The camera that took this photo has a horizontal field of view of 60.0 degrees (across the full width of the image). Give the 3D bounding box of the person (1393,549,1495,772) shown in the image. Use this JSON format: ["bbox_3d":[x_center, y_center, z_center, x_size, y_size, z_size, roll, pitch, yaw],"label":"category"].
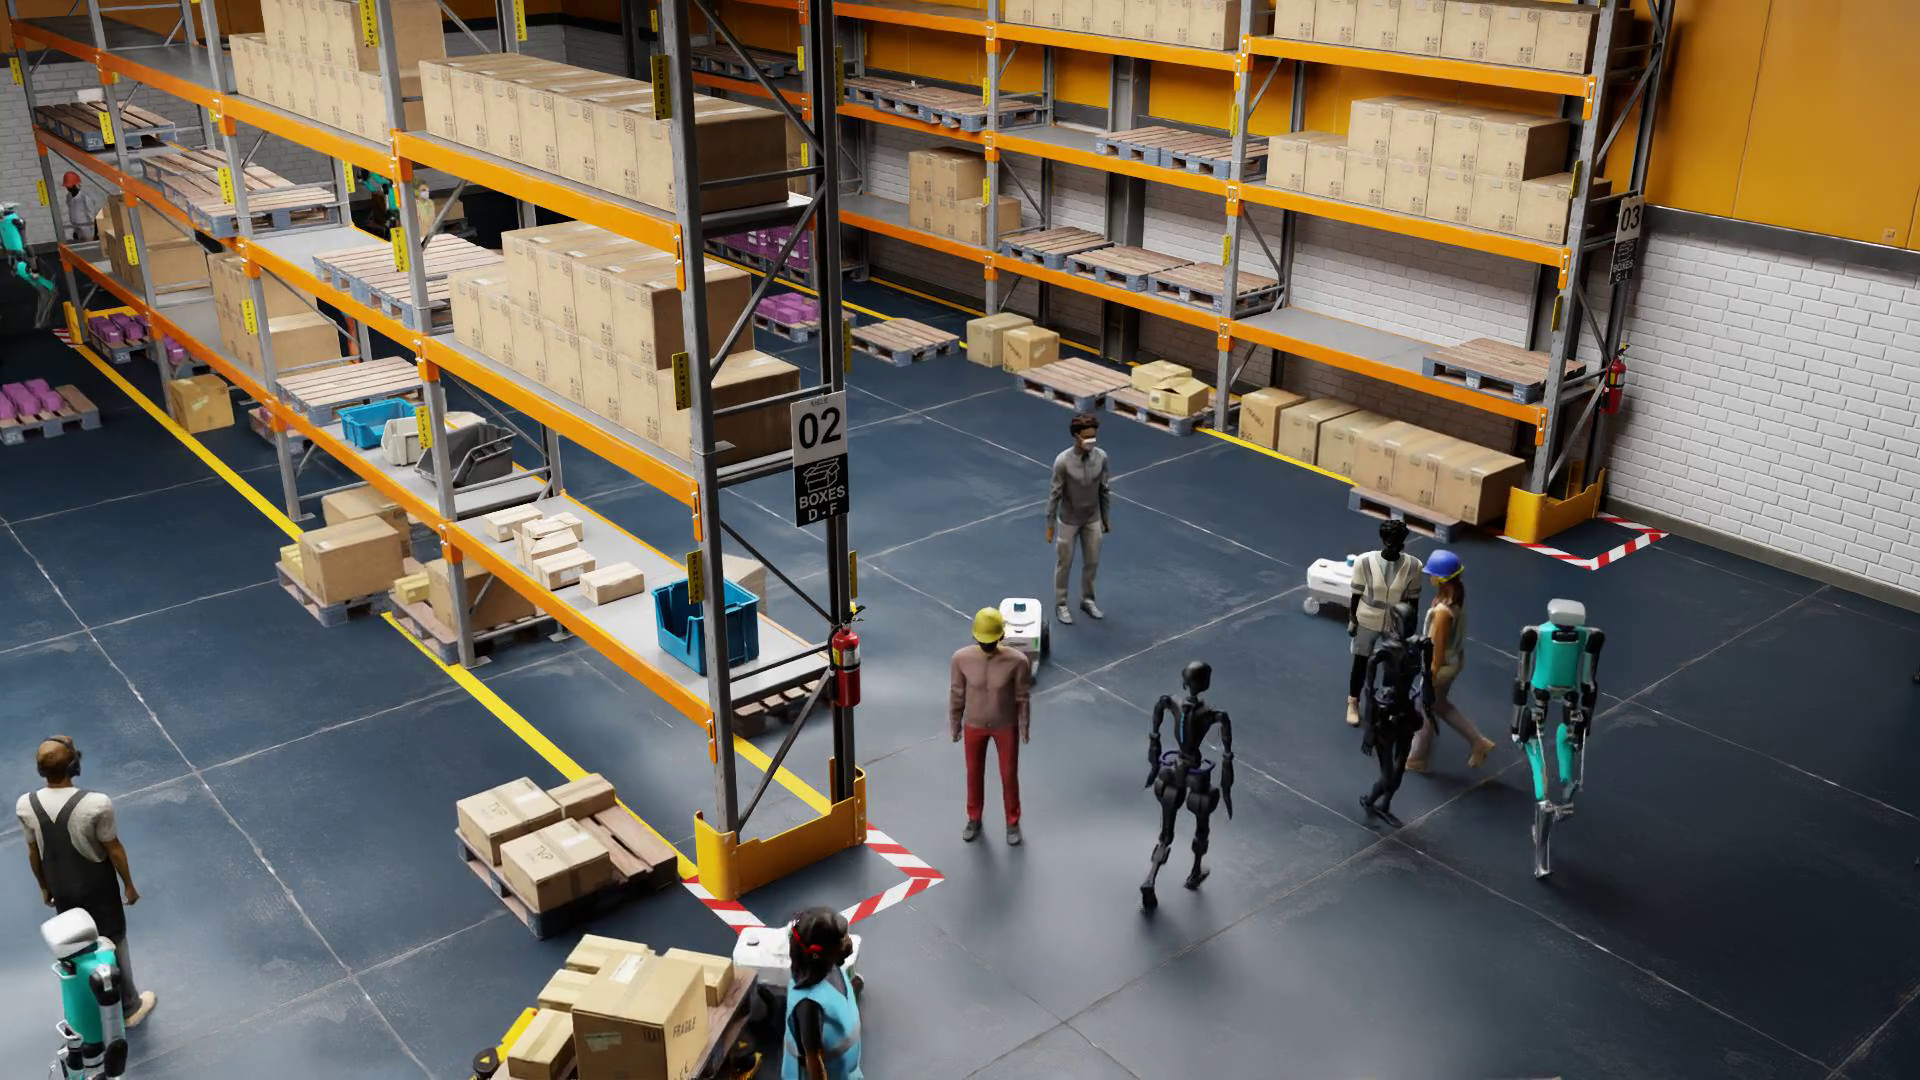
[{"bbox_3d":[3.460,0.890,11.700,0.622,1.747,0.474,11,26,24],"label":"person"}]

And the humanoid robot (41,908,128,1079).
[{"bbox_3d":[-4.170,2.584,7.733,0.531,1.735,0.714,20,30,38],"label":"humanoid robot"}]

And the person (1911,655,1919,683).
[{"bbox_3d":[7.815,0.261,12.956,0.547,1.925,0.387,13,27,28],"label":"person"}]

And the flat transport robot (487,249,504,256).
[{"bbox_3d":[-6.345,-3.025,22.648,1.431,0.231,0.659,4,24,10],"label":"flat transport robot"}]

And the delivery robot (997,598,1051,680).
[{"bbox_3d":[0.484,0.750,13.507,0.499,0.563,0.738,1,23,3],"label":"delivery robot"}]

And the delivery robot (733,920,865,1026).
[{"bbox_3d":[-0.950,2.462,9.578,0.774,0.592,0.499,3,24,6],"label":"delivery robot"}]

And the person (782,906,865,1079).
[{"bbox_3d":[-0.607,2.526,7.818,0.833,1.836,0.545,5,24,11],"label":"person"}]

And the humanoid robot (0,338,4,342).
[{"bbox_3d":[-12.916,-3.354,21.602,0.536,1.795,0.825,18,29,36],"label":"humanoid robot"}]

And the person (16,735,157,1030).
[{"bbox_3d":[-4.852,1.917,9.232,0.509,1.837,0.355,-1,23,-2],"label":"person"}]

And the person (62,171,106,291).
[{"bbox_3d":[-12.752,-4.499,24.209,0.583,1.739,0.373,14,27,29],"label":"person"}]

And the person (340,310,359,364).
[{"bbox_3d":[-7.340,-2.764,20.156,0.325,1.767,0.487,-9,25,-19],"label":"person"}]

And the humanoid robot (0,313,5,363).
[{"bbox_3d":[-12.271,-2.922,20.649,0.598,1.639,0.615,-10,25,-22],"label":"humanoid robot"}]

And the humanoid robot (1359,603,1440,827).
[{"bbox_3d":[2.938,1.182,11.130,0.588,1.654,0.344,-11,26,-24],"label":"humanoid robot"}]

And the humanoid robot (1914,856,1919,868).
[{"bbox_3d":[5.923,1.818,9.690,0.584,1.635,0.718,8,25,19],"label":"humanoid robot"}]

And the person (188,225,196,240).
[{"bbox_3d":[-10.936,-4.148,23.259,1.013,1.843,0.651,-4,24,-9],"label":"person"}]

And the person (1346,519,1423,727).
[{"bbox_3d":[3.154,0.616,12.422,0.531,1.694,0.319,3,24,7],"label":"person"}]

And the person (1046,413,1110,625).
[{"bbox_3d":[0.991,-0.190,14.048,0.568,1.887,0.410,-8,25,-17],"label":"person"}]

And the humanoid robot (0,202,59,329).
[{"bbox_3d":[-12.444,-3.691,22.347,0.531,1.797,0.680,10,25,23],"label":"humanoid robot"}]

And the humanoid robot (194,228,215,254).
[{"bbox_3d":[-11.561,-4.803,25.044,0.602,1.629,0.761,11,26,25],"label":"humanoid robot"}]

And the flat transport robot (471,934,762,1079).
[{"bbox_3d":[-1.863,2.859,9.023,1.431,0.231,0.659,6,24,14],"label":"flat transport robot"}]

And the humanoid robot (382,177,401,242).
[{"bbox_3d":[-8.181,-4.386,23.931,0.557,1.761,0.768,12,26,25],"label":"humanoid robot"}]

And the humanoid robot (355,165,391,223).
[{"bbox_3d":[-9.825,-6.180,28.168,0.848,1.789,0.530,12,26,26],"label":"humanoid robot"}]

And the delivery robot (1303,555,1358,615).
[{"bbox_3d":[3.370,0.430,14.298,0.803,0.603,0.499,14,27,30],"label":"delivery robot"}]

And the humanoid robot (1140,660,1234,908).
[{"bbox_3d":[1.400,1.519,10.369,0.611,1.630,0.655,14,27,29],"label":"humanoid robot"}]

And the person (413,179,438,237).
[{"bbox_3d":[-7.364,-4.074,23.089,0.772,1.850,0.576,13,27,28],"label":"person"}]

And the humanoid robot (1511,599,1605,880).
[{"bbox_3d":[3.856,1.365,10.716,0.540,1.842,0.865,2,23,5],"label":"humanoid robot"}]

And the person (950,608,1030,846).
[{"bbox_3d":[0.196,1.228,10.933,0.528,1.752,0.376,3,24,7],"label":"person"}]
